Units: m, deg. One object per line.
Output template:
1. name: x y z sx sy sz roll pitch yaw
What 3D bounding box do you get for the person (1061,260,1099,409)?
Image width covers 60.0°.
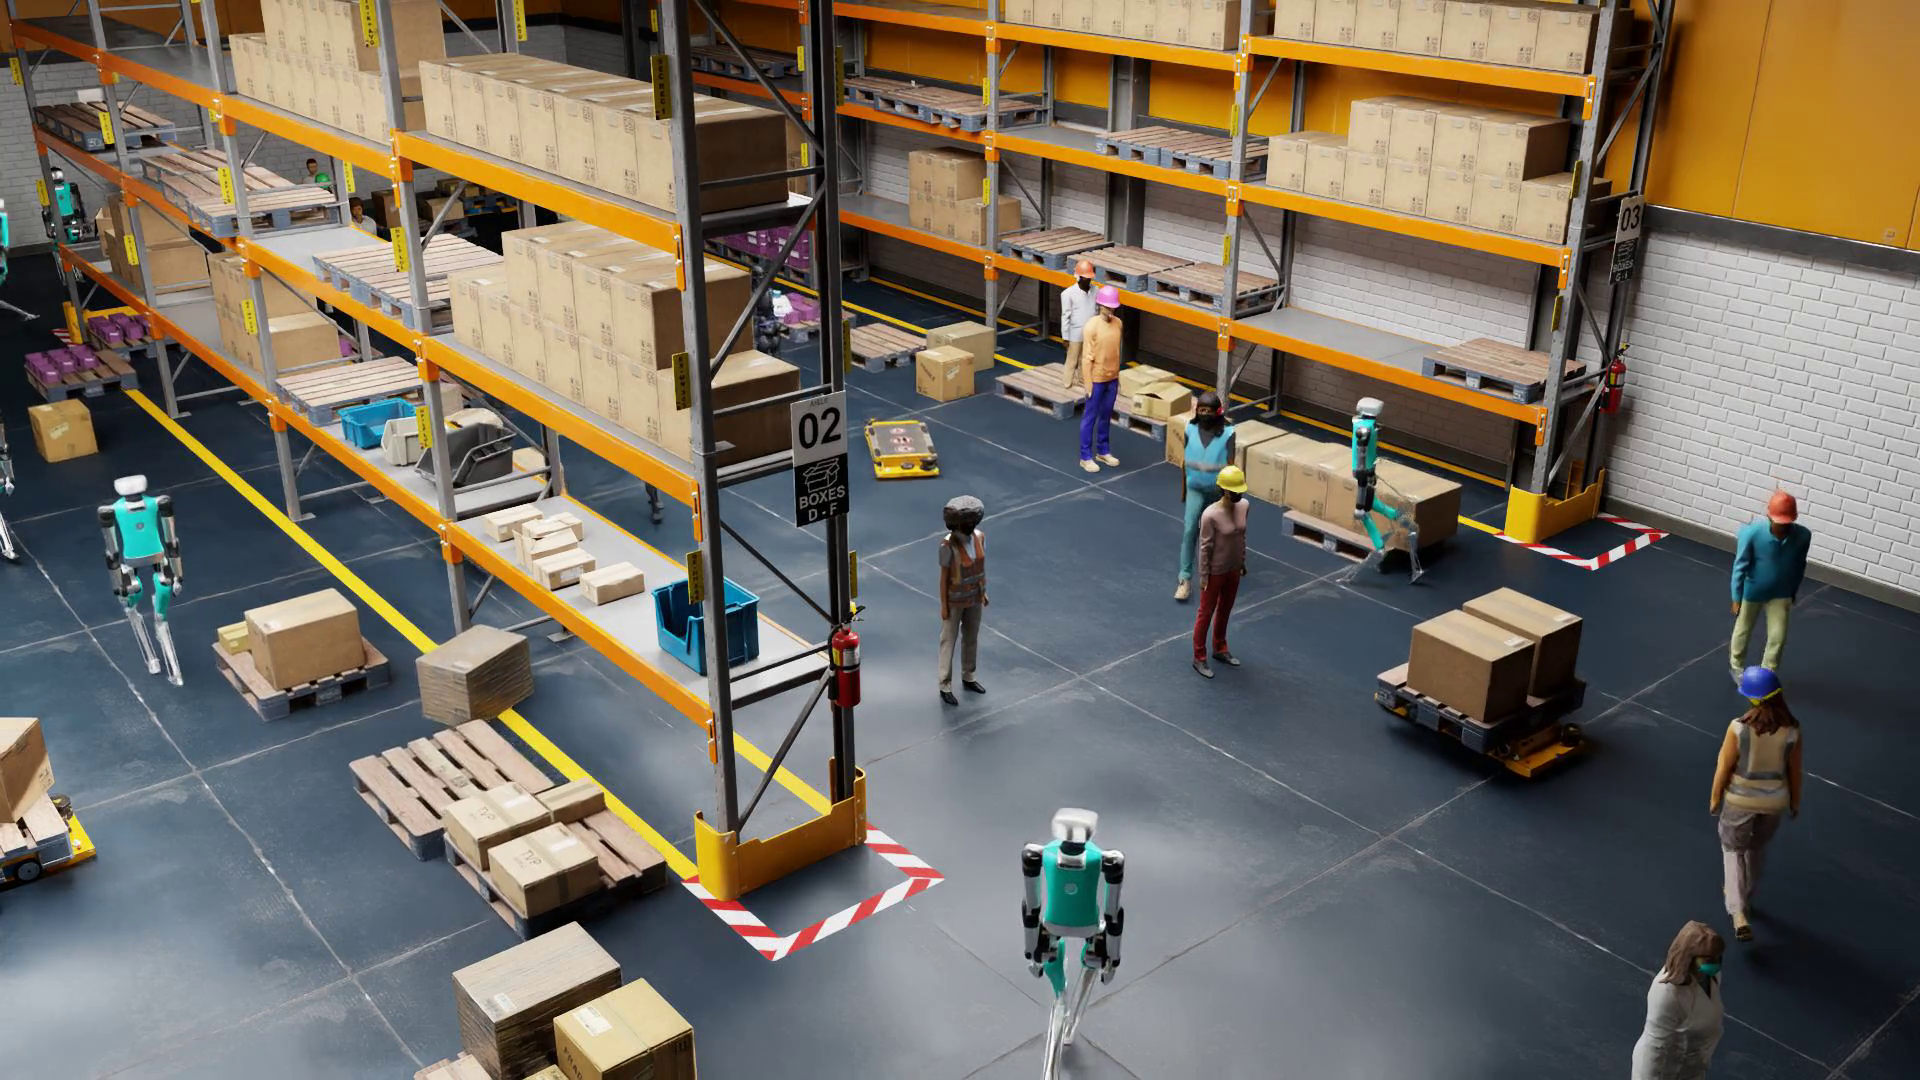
1. person: 1.420 -2.400 19.328 0.571 1.748 0.341 -18 29 -36

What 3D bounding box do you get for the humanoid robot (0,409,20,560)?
1. humanoid robot: -8.891 -0.615 15.047 0.533 1.677 0.735 -18 29 -36

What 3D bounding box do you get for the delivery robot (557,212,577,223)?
1. delivery robot: -6.353 -5.273 27.518 0.499 0.614 0.818 -18 29 -36

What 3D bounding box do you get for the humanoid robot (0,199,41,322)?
1. humanoid robot: -13.113 -3.680 22.370 1.034 1.753 0.556 -10 25 -22

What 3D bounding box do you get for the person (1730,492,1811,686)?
1. person: 6.240 0.417 12.846 0.572 1.712 0.713 3 23 6

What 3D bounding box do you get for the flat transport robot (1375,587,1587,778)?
1. flat transport robot: 3.909 1.331 12.561 0.659 0.231 1.431 -16 28 -33

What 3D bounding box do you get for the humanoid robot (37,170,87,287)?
1. humanoid robot: -13.060 -4.560 24.182 0.533 1.677 0.735 -18 29 -36

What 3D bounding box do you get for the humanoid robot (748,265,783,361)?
1. humanoid robot: -2.306 -2.441 19.573 0.803 1.616 0.610 7 24 16

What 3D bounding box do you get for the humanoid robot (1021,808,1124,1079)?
1. humanoid robot: 0.610 2.111 8.881 0.534 1.730 0.995 4 24 8

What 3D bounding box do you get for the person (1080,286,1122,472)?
1. person: 1.498 -1.697 17.414 0.515 1.981 0.387 -18 29 -36

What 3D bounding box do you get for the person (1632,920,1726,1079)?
1. person: 3.427 2.546 7.988 0.496 1.659 0.337 -18 29 -36

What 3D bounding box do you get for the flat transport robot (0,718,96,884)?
1. flat transport robot: -6.475 2.096 10.790 1.431 0.231 0.659 -18 29 -36

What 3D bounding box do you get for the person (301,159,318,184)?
1. person: -9.827 -5.015 25.497 0.460 1.659 0.270 -18 29 -36

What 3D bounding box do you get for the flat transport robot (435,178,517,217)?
1. flat transport robot: -8.538 -5.804 29.083 1.431 0.231 0.659 -18 29 -36

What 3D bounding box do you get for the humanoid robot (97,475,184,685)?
1. humanoid robot: -6.436 0.279 13.152 0.550 1.787 0.759 -14 27 -29

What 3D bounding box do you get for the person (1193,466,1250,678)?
1. person: 2.101 0.235 13.211 0.532 1.766 0.324 -18 29 -36

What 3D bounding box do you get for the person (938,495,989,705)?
1. person: 0.030 0.450 12.806 0.454 1.686 0.309 -18 29 -36

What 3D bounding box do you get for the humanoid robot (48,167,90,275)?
1. humanoid robot: -13.427 -4.801 25.028 0.602 1.622 0.767 0 23 -1

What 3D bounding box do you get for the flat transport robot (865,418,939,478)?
1. flat transport robot: -0.644 -1.004 17.969 0.659 0.231 1.431 -3 24 -7

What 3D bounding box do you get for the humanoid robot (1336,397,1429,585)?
1. humanoid robot: 3.846 -0.363 14.689 0.988 1.783 0.531 7 24 16

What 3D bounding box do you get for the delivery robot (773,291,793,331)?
1. delivery robot: -2.443 -3.048 22.330 0.499 0.586 0.772 -5 24 -11

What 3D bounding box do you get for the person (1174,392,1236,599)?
1. person: 2.175 -0.423 14.679 0.505 1.816 0.973 8 25 17

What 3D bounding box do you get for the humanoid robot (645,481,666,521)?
1. humanoid robot: -2.994 -1.015 16.242 0.609 1.632 0.696 -15 27 -31

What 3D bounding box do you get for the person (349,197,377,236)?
1. person: -7.933 -3.649 22.128 0.514 1.827 0.360 -18 29 -36

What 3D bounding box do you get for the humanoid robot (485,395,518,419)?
1. humanoid robot: -5.299 -2.216 18.992 0.390 1.641 0.600 -10 25 -21

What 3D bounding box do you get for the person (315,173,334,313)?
1. person: -8.765 -4.147 23.153 0.545 1.928 0.416 -18 29 -36

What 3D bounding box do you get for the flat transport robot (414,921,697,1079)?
1. flat transport robot: -2.079 3.096 8.474 1.431 0.231 0.659 -18 29 -36

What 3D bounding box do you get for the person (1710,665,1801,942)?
1. person: 4.836 1.613 10.072 0.517 1.747 0.687 3 24 7
